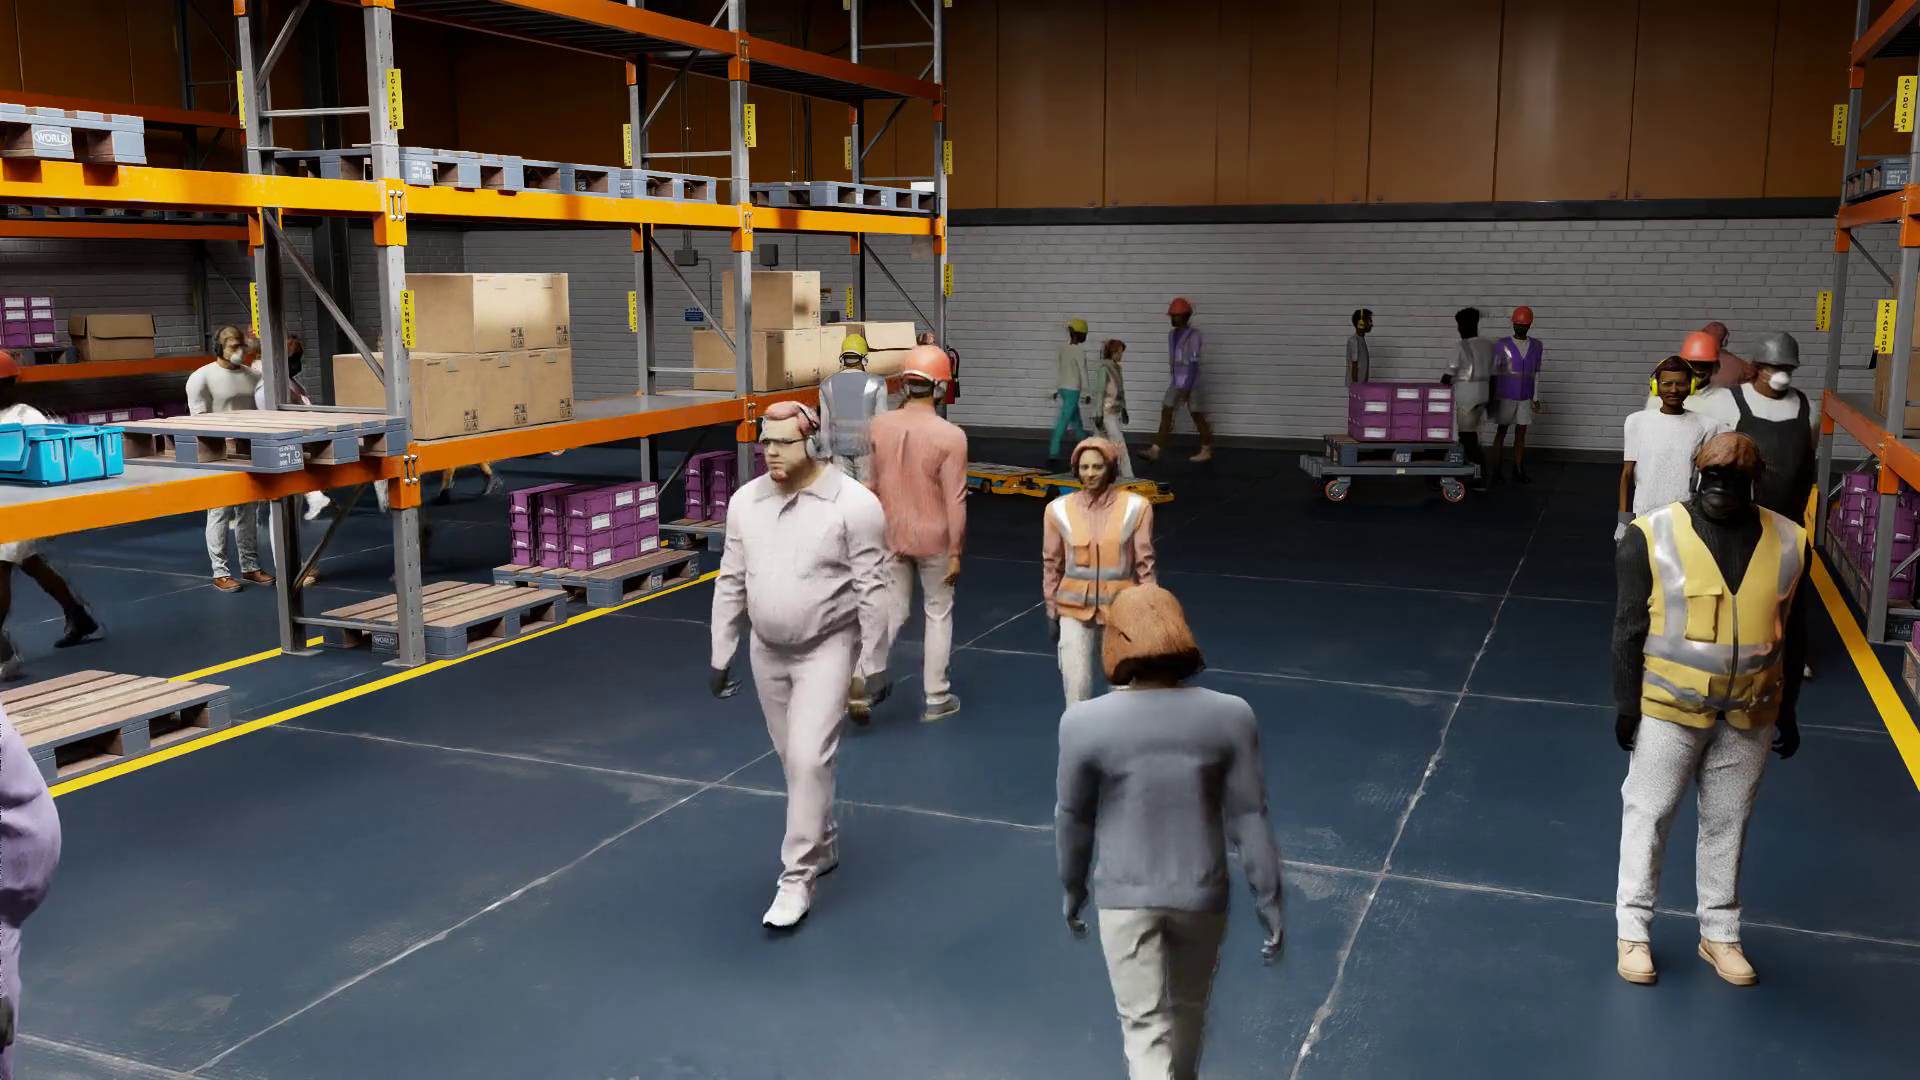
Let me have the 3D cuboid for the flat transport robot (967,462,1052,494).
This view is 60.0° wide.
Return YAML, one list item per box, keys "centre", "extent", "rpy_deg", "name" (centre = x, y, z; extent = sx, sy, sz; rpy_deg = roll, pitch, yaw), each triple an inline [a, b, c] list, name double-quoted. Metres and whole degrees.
- centre: [0.280, -0.670, 17.649]
  extent: [0.652, 0.197, 1.431]
  rpy_deg: [-9, 13, -42]
  name: "flat transport robot"

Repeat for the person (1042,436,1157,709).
- centre: [0.630, 0.324, 7.539]
  extent: [0.517, 1.620, 0.627]
  rpy_deg: [1, 9, 7]
  name: "person"

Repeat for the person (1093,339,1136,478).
- centre: [1.571, -1.340, 17.703]
  extent: [0.820, 1.597, 0.518]
  rpy_deg: [2, 10, 12]
  name: "person"

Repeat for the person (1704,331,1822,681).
- centre: [4.679, -0.241, 9.704]
  extent: [0.689, 2.000, 0.885]
  rpy_deg: [1, 9, 8]
  name: "person"

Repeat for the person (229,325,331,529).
- centre: [-6.264, -1.045, 15.169]
  extent: [0.931, 1.851, 0.587]
  rpy_deg: [-7, 11, -34]
  name: "person"

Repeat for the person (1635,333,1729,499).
- centre: [4.736, -0.372, 10.814]
  extent: [0.627, 1.955, 1.040]
  rpy_deg: [5, 11, 27]
  name: "person"

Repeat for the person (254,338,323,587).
- centre: [-4.980, -0.578, 12.366]
  extent: [0.430, 1.839, 0.619]
  rpy_deg: [-2, 10, -10]
  name: "person"

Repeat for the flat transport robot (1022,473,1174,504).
- centre: [1.378, -0.518, 16.729]
  extent: [1.431, 0.197, 0.652]
  rpy_deg: [8, 13, 41]
  name: "flat transport robot"

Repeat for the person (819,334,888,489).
- centre: [-0.834, -0.736, 13.370]
  extent: [0.588, 1.827, 0.403]
  rpy_deg: [3, 10, 17]
  name: "person"

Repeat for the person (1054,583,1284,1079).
- centre: [0.514, 0.895, 4.183]
  extent: [0.548, 1.577, 0.858]
  rpy_deg: [-1, 9, -3]
  name: "person"

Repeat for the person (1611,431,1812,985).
- centre: [2.466, 0.556, 5.485]
  extent: [0.624, 1.841, 0.430]
  rpy_deg: [1, 9, 5]
  name: "person"

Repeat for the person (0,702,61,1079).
- centre: [-2.105, 0.848, 3.505]
  extent: [0.401, 1.910, 0.640]
  rpy_deg: [-7, 12, -36]
  name: "person"

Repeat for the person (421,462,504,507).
- centre: [-4.969, -1.304, 16.596]
  extent: [0.543, 1.904, 0.961]
  rpy_deg: [9, 13, 43]
  name: "person"

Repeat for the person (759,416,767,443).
- centre: [-1.974, -1.472, 17.642]
  extent: [0.346, 1.881, 0.578]
  rpy_deg: [-4, 10, -24]
  name: "person"

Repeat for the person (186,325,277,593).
- centre: [-5.307, -0.597, 12.174]
  extent: [0.373, 1.940, 0.628]
  rpy_deg: [5, 11, 27]
  name: "person"

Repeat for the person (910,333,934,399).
- centre: [-0.387, -1.437, 18.176]
  extent: [0.320, 1.638, 0.532]
  rpy_deg: [1, 9, 5]
  name: "person"

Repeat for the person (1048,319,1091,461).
- centre: [1.427, -1.821, 20.271]
  extent: [0.906, 1.708, 0.544]
  rpy_deg: [-5, 10, -26]
  name: "person"

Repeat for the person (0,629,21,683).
- centre: [-5.495, 0.078, 9.117]
  extent: [0.502, 1.595, 0.831]
  rpy_deg: [3, 10, 16]
  name: "person"

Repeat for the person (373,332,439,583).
- centre: [-4.220, -0.663, 12.674]
  extent: [0.635, 1.918, 0.715]
  rpy_deg: [2, 10, 11]
  name: "person"

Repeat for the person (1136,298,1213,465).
- centre: [2.618, -1.878, 19.802]
  extent: [1.094, 1.972, 0.617]
  rpy_deg: [-5, 11, -29]
  name: "person"

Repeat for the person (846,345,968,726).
- centre: [-0.251, -0.002, 8.470]
  extent: [0.630, 1.976, 0.754]
  rpy_deg: [6, 11, 31]
  name: "person"

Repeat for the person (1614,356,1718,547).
- centre: [3.964, -0.094, 9.362]
  extent: [0.514, 1.861, 0.328]
  rpy_deg: [2, 10, 13]
  name: "person"

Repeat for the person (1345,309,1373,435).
- centre: [4.653, -1.753, 19.390]
  extent: [0.317, 1.867, 0.531]
  rpy_deg: [3, 10, 18]
  name: "person"

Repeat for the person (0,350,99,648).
- centre: [-5.678, -0.209, 10.003]
  extent: [0.556, 1.892, 1.011]
  rpy_deg: [5, 11, 27]
  name: "person"

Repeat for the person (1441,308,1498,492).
- centre: [5.313, -1.496, 17.680]
  extent: [0.610, 1.916, 0.941]
  rpy_deg: [-6, 11, -33]
  name: "person"

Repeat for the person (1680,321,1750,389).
- centre: [6.569, -0.981, 14.652]
  extent: [0.672, 1.882, 0.480]
  rpy_deg: [3, 10, 20]
  name: "person"

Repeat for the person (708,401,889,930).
- centre: [-0.651, 0.443, 6.061]
  extent: [0.672, 1.874, 0.852]
  rpy_deg: [5, 11, 27]
  name: "person"

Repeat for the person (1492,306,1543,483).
- centre: [6.073, -1.577, 18.120]
  extent: [0.547, 1.934, 0.375]
  rpy_deg: [-1, 9, -6]
  name: "person"
